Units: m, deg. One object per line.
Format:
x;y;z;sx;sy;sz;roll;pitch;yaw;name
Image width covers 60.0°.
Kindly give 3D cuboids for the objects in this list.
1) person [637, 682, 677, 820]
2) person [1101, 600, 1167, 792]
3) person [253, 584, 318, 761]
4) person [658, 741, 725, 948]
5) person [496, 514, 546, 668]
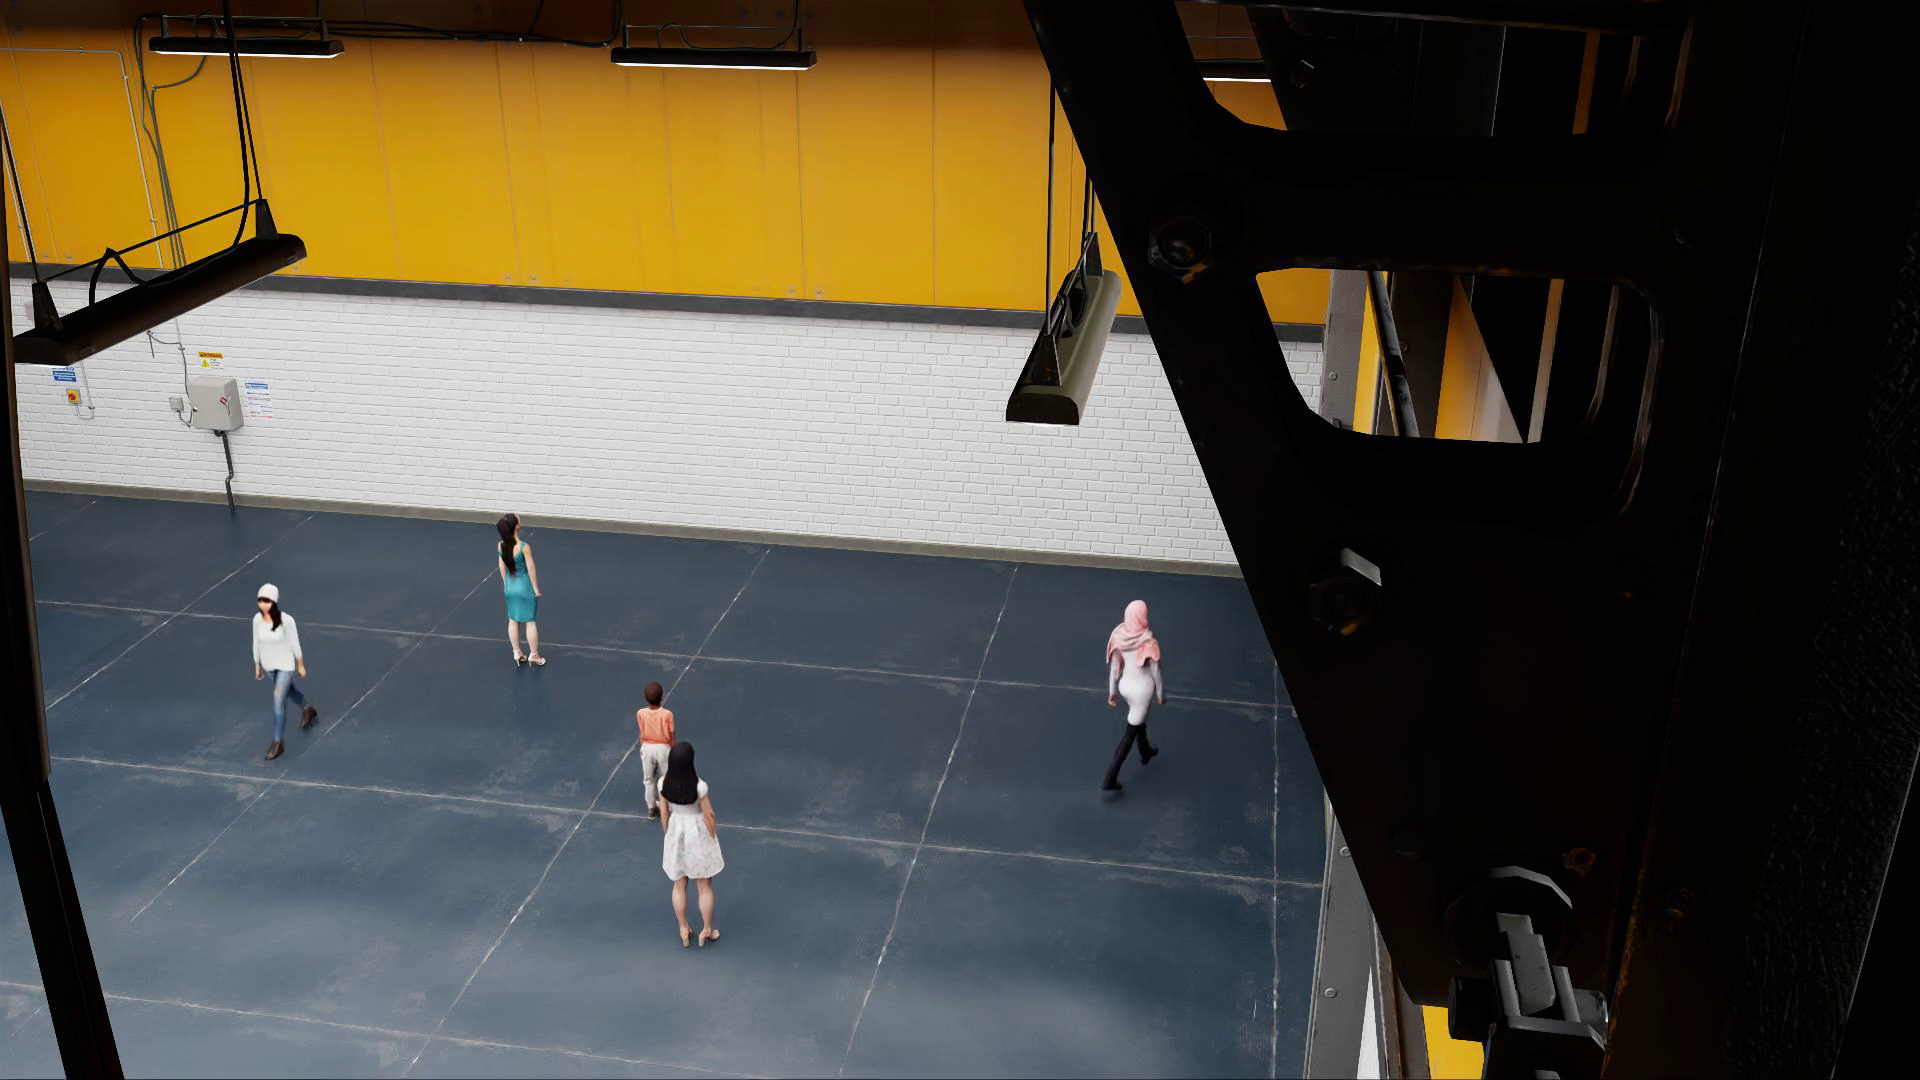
-2.627;1.825;14.412;0.489;1.310;0.496;1;24;3;person
1.521;1.421;14.778;1.060;1.758;1.281;20;30;37;person
-6.339;1.156;15.578;0.595;1.602;1.086;4;24;10;person
-2.063;2.321;12.699;0.629;1.775;0.610;4;24;10;person
-4.489;0.510;16.948;0.573;1.689;0.526;8;25;17;person
